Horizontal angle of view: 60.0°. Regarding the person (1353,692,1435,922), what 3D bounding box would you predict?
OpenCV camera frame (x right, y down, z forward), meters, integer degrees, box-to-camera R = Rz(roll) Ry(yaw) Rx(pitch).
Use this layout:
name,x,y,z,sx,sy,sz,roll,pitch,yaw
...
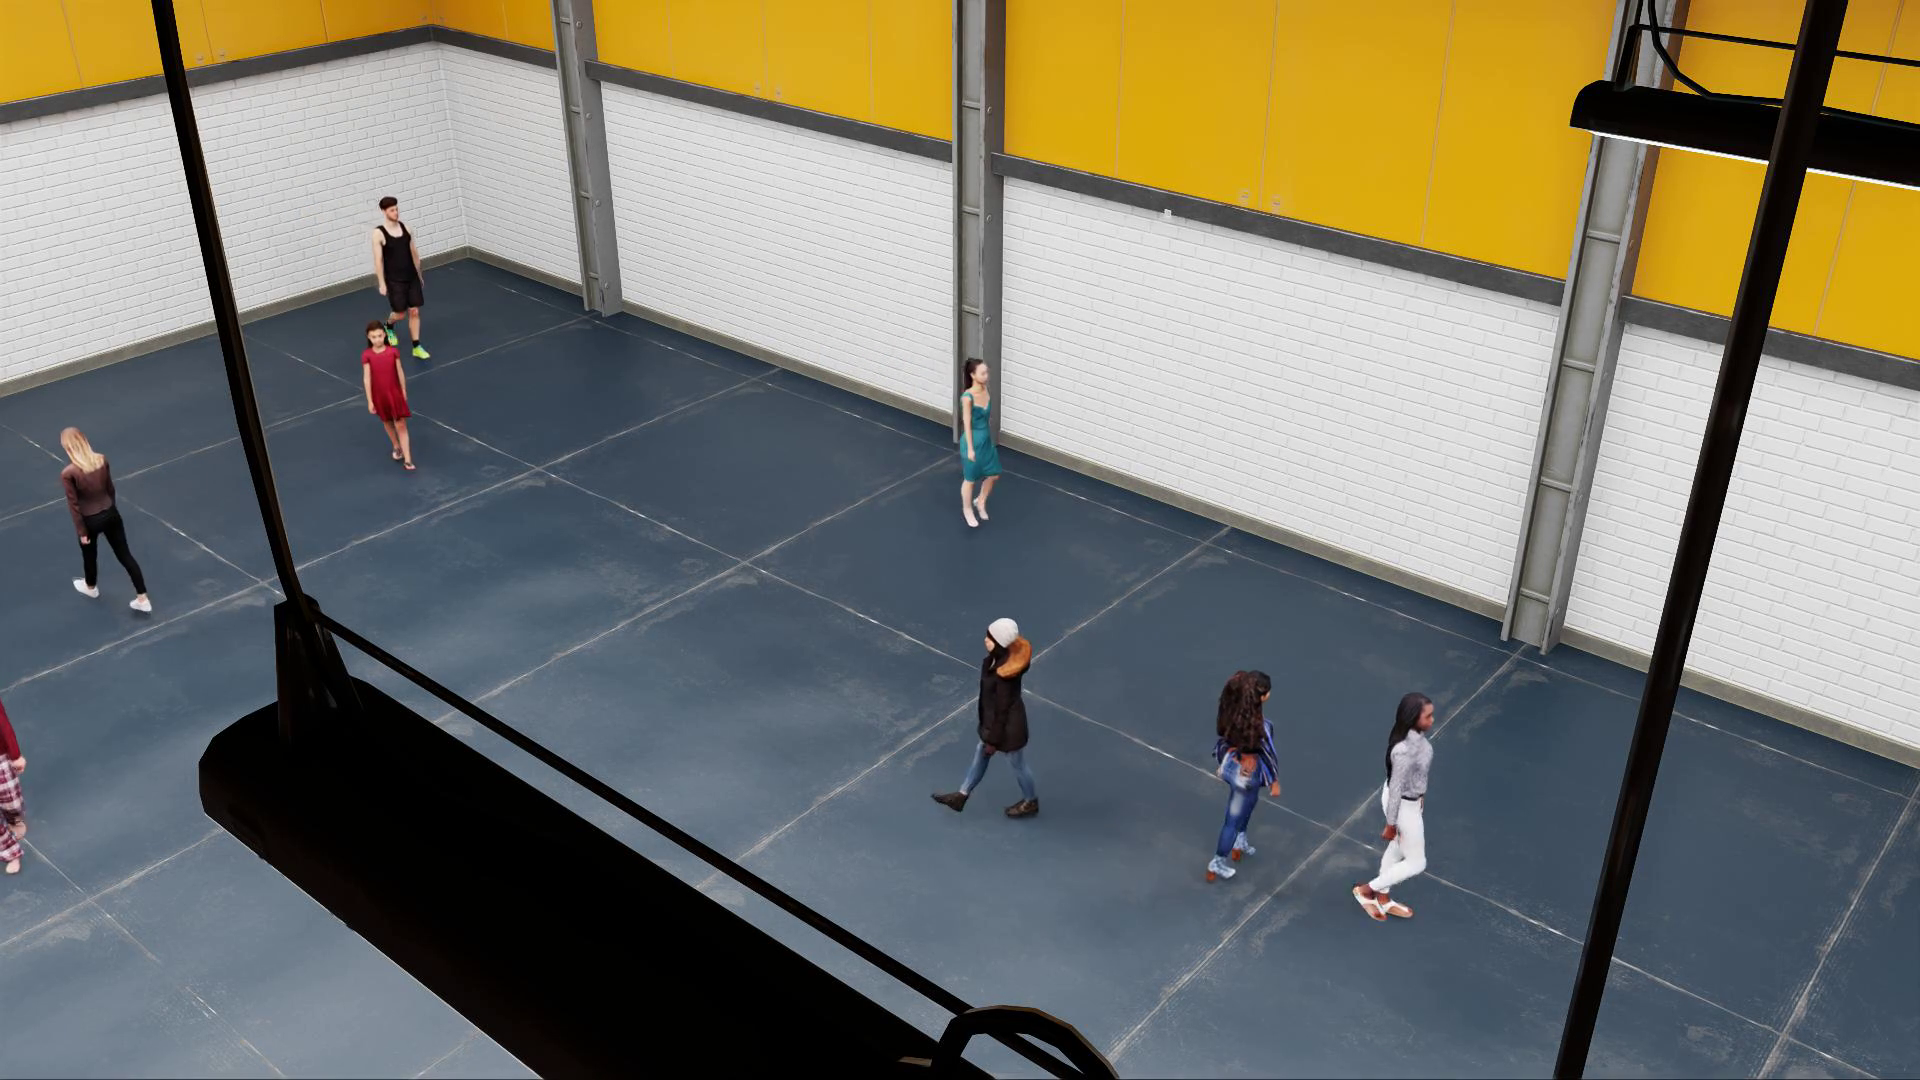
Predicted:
name,x,y,z,sx,sy,sz,roll,pitch,yaw
person,2.725,1.683,10.546,0.747,1.715,0.700,10,30,18

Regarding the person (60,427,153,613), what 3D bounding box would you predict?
name,x,y,z,sx,sy,sz,roll,pitch,yaw
person,-7.143,-0.120,13.916,1.162,1.653,0.789,15,32,25

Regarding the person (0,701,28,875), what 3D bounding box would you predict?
name,x,y,z,sx,sy,sz,roll,pitch,yaw
person,-6.496,1.431,11.034,0.771,1.690,0.816,-14,32,-24

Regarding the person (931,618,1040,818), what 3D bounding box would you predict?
name,x,y,z,sx,sy,sz,roll,pitch,yaw
person,0.376,1.260,11.440,1.067,1.601,1.027,-4,29,-7

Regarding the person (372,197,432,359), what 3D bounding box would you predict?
name,x,y,z,sx,sy,sz,roll,pitch,yaw
person,-6.408,-2.995,18.952,0.907,1.877,0.668,22,36,35

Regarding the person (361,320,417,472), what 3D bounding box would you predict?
name,x,y,z,sx,sy,sz,roll,pitch,yaw
person,-5.703,-1.471,16.536,0.844,1.516,1.069,-11,31,-20

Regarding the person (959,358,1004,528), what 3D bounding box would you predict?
name,x,y,z,sx,sy,sz,roll,pitch,yaw
person,0.086,-0.890,15.306,0.607,1.673,0.576,25,37,38

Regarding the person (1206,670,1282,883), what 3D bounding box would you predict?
name,x,y,z,sx,sy,sz,roll,pitch,yaw
person,1.782,1.573,10.864,0.818,1.603,0.752,-12,31,-21
